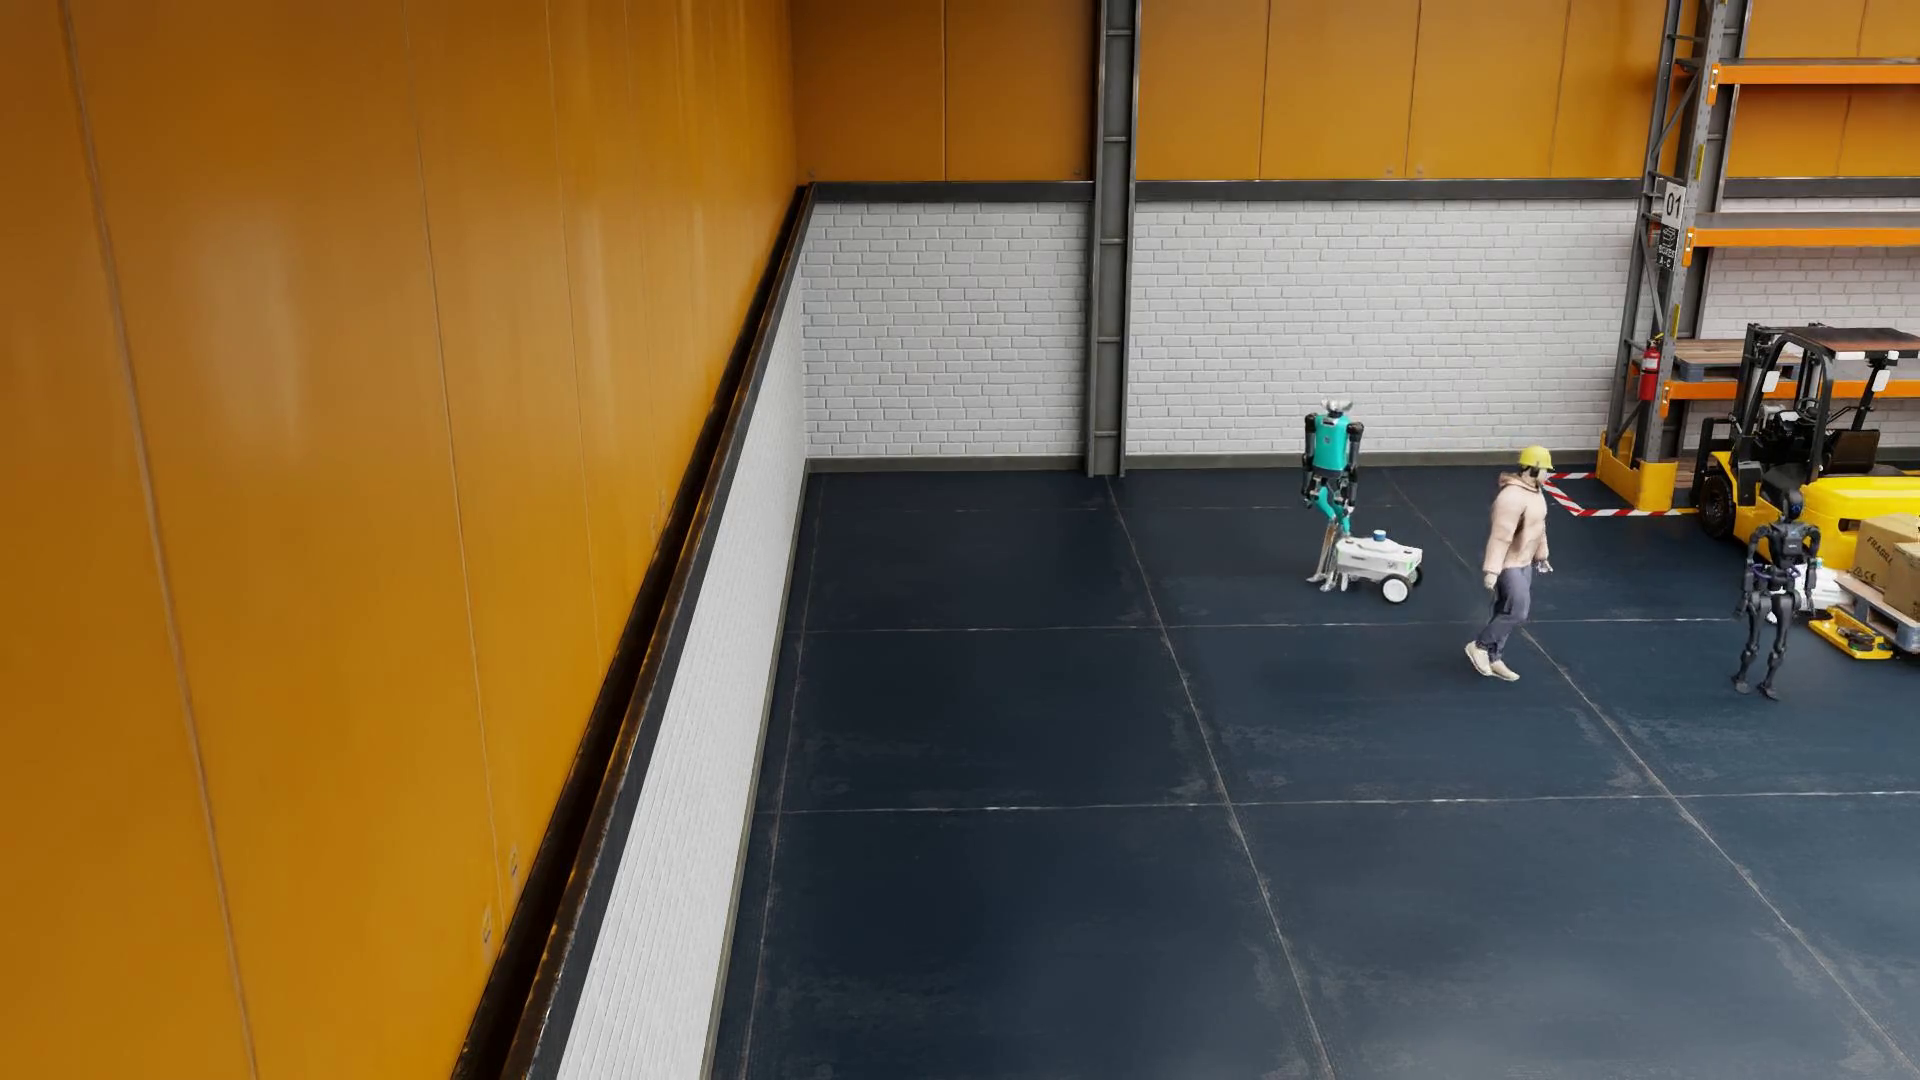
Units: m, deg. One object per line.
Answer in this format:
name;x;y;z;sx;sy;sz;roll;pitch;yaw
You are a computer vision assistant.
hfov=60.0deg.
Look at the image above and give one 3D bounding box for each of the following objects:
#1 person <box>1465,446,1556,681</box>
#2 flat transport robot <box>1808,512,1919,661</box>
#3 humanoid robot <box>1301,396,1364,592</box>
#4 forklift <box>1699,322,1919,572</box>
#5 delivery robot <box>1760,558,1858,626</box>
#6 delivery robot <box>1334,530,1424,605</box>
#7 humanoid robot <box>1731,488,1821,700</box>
person;4.237;0.185;12.771;0.476;1.843;0.819;15;25;36
flat transport robot;7.783;0.740;13.546;1.431;0.231;0.659;-2;20;-6
humanoid robot;3.321;-0.444;14.585;0.531;1.768;0.644;16;26;37
forklift;7.809;-0.792;14.926;1.214;2.155;2.313;-1;20;-2
delivery robot;7.114;0.438;13.961;0.805;0.601;0.499;7;21;18
delivery robot;3.682;0.214;14.562;0.769;0.598;0.517;11;23;26
humanoid robot;6.114;0.389;12.465;0.589;1.649;0.346;-1;20;-2
